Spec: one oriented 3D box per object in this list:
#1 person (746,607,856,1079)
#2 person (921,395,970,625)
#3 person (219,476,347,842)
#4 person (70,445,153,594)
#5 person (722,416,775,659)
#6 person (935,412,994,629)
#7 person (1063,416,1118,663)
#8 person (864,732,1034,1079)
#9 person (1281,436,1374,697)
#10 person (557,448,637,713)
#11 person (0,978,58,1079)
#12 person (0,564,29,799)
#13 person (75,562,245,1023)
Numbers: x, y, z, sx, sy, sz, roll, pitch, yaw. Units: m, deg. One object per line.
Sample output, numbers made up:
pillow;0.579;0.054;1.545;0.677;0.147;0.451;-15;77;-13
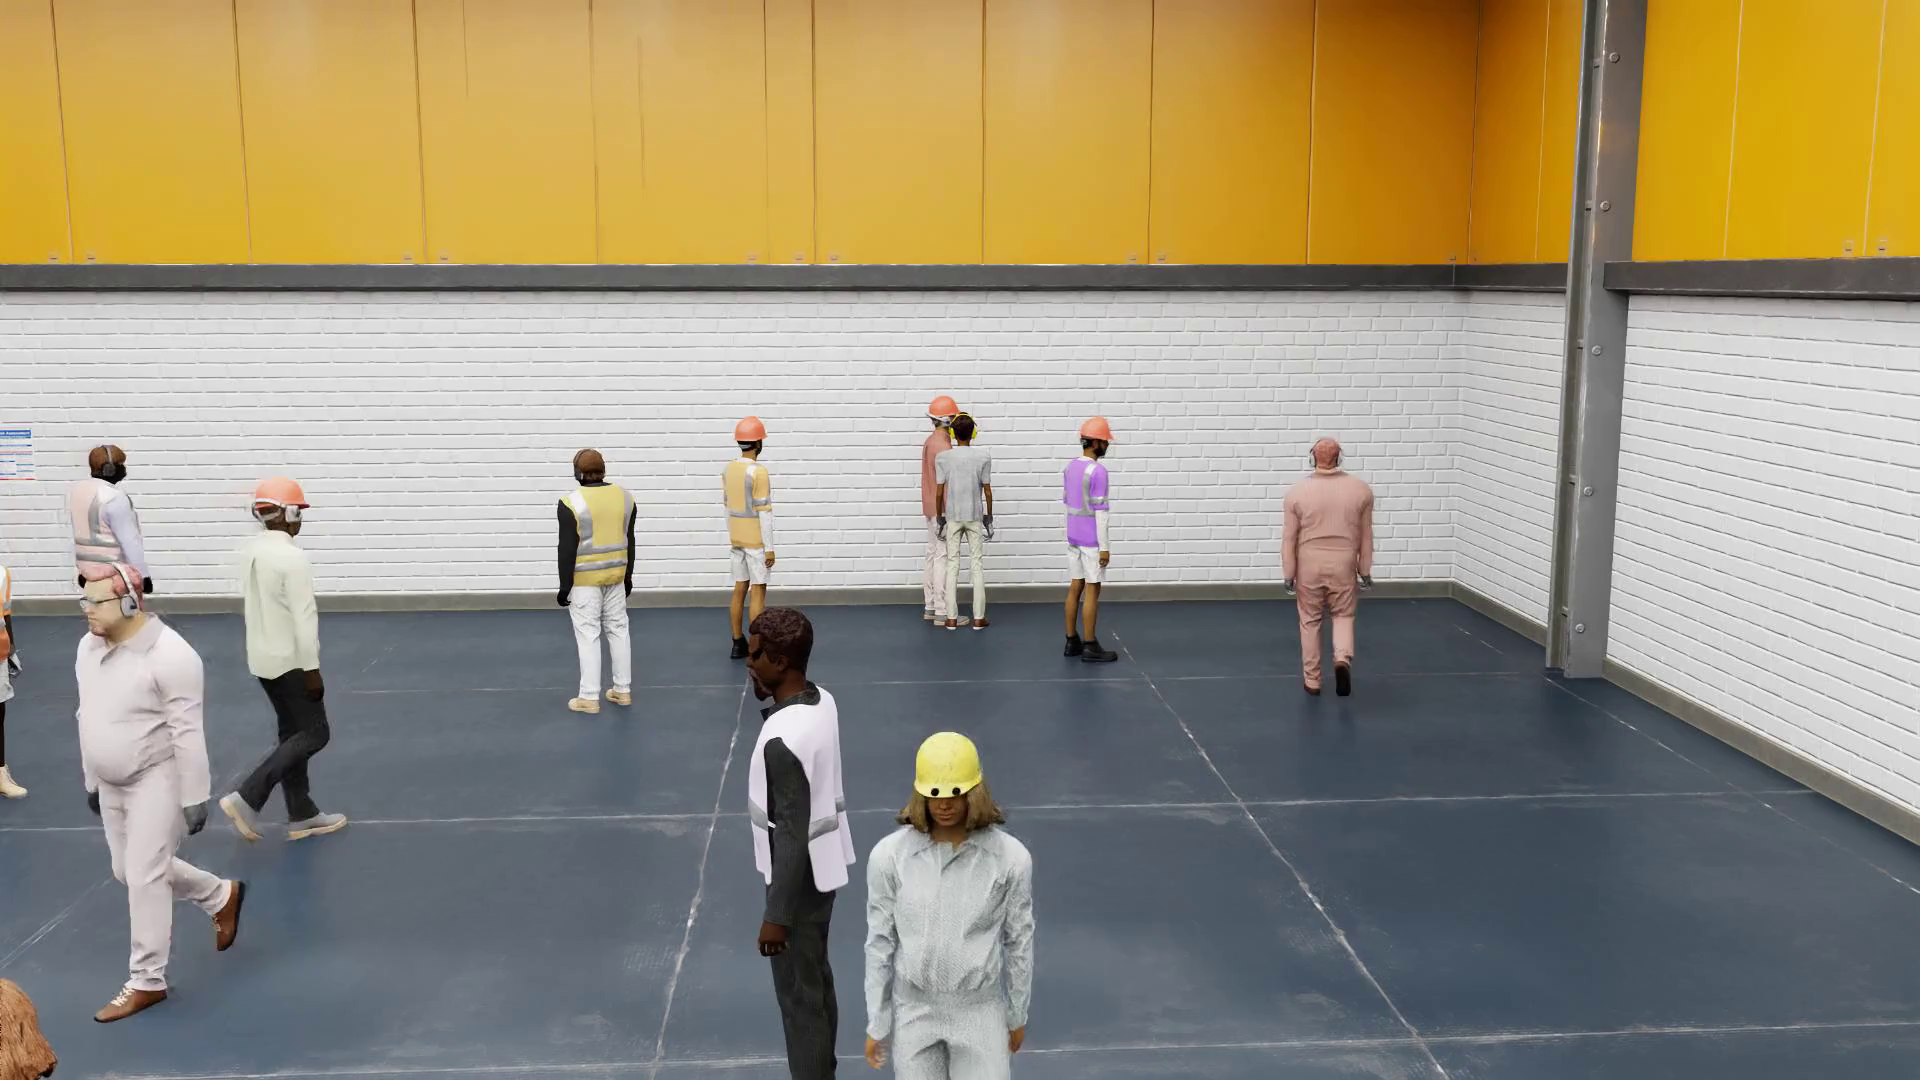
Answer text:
person;-0.561;1.172;5.743;0.390;1.917;0.591;0;9;3
person;-0.147;-0.258;14.473;0.374;1.997;0.613;-3;9;-17
person;-3.639;0.657;8.816;0.643;1.969;0.602;9;13;44
person;-6.058;0.215;12.049;0.645;1.818;0.635;8;12;41
person;-1.627;-0.001;13.030;0.346;1.942;0.546;-8;12;-43
person;0.038;-0.162;14.254;0.513;1.877;0.328;1;9;3
person;1.031;-0.010;13.100;0.379;1.937;0.548;-4;10;-26
person;-0.035;1.399;4.899;0.491;1.728;0.403;1;9;6
person;2.618;0.207;11.872;0.661;1.892;0.592;1;9;4
person;-2.547;0.279;11.598;0.429;1.839;0.633;8;12;42
person;-1.943;1.686;3.432;0.278;1.626;0.501;9;12;43
person;-5.607;0.690;9.464;0.318;1.696;0.533;4;10;24
person;-3.360;0.992;6.987;0.657;1.883;0.751;5;10;28
